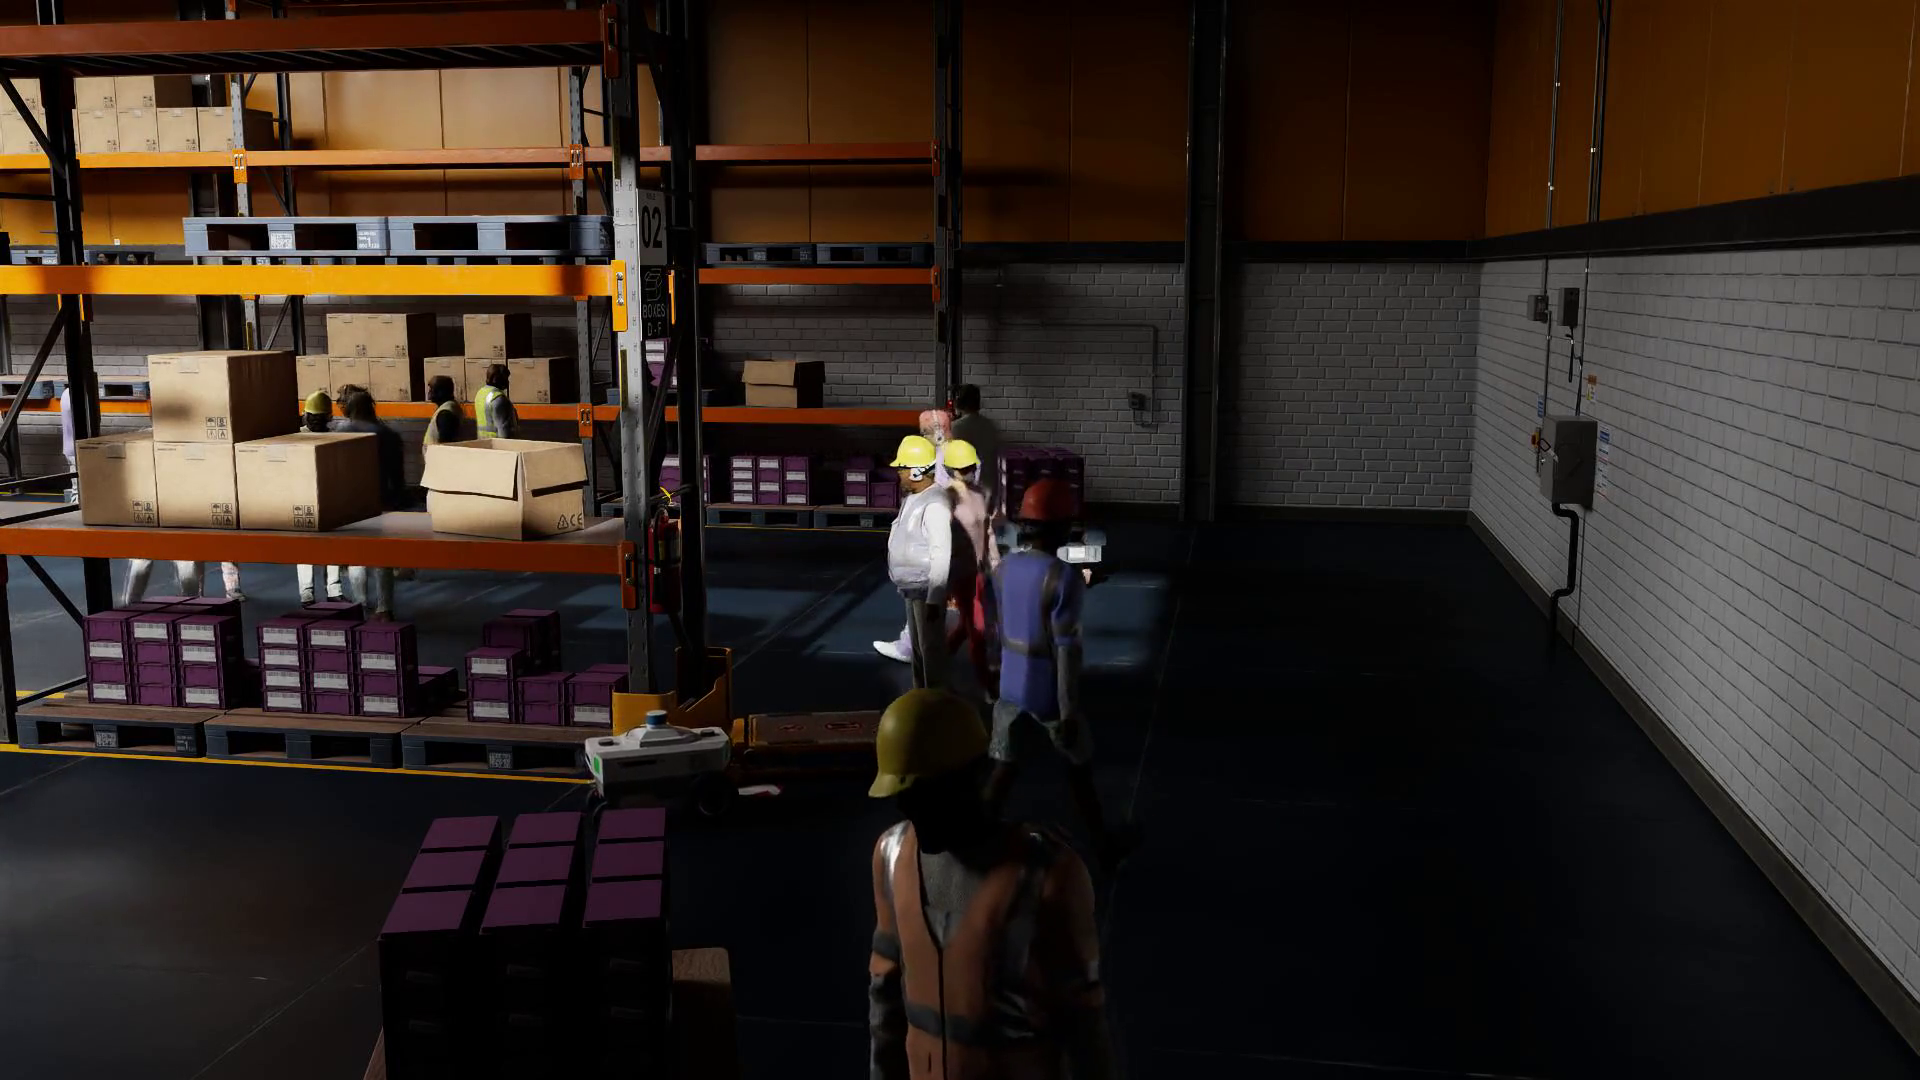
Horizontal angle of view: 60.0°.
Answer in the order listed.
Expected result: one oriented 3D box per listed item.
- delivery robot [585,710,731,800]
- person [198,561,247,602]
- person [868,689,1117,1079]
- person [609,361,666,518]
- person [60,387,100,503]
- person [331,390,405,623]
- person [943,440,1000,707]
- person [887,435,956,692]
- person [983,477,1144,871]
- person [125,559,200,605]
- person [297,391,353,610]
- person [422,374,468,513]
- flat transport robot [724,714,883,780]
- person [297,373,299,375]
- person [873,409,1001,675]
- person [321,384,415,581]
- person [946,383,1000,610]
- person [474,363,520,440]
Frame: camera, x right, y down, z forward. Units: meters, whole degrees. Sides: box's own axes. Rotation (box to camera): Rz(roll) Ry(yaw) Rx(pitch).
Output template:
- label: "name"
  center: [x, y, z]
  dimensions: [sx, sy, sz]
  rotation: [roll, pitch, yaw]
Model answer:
- label: "delivery robot"
  center: [-1.544, 1.113, 8.487]
  dimensions: [0.707, 0.478, 0.477]
  rotation: [-3, 10, -19]
- label: "person"
  center: [-6.293, -0.446, 13.989]
  dimensions: [0.609, 1.996, 0.383]
  rotation: [-6, 11, -34]
- label: "person"
  center: [0.018, 1.264, 3.690]
  dimensions: [0.632, 1.890, 0.536]
  rotation: [7, 12, 37]
- label: "person"
  center: [-3.129, -0.817, 16.154]
  dimensions: [0.535, 2.000, 0.688]
  rotation: [1, 9, 8]
- label: "person"
  center: [-8.677, -0.820, 16.490]
  dimensions: [0.372, 1.940, 0.627]
  rotation: [-7, 12, -38]
- label: "person"
  center: [-4.707, -0.245, 13.198]
  dimensions: [0.634, 1.876, 1.041]
  rotation: [-4, 10, -25]
- label: "person"
  center: [0.023, 0.203, 10.788]
  dimensions: [0.598, 1.728, 0.590]
  rotation: [4, 10, 25]
- label: "person"
  center: [-0.231, 0.284, 9.985]
  dimensions: [0.404, 1.828, 0.591]
  rotation: [-2, 9, -14]
- label: "person"
  center: [0.412, 0.658, 7.469]
  dimensions: [1.052, 1.881, 0.566]
  rotation: [-8, 12, -42]
- label: "person"
  center: [-6.392, -0.255, 13.318]
  dimensions: [0.711, 1.853, 0.602]
  rotation: [-8, 12, -40]
- label: "person"
  center: [-5.251, -0.312, 13.692]
  dimensions: [0.404, 1.824, 0.591]
  rotation: [6, 11, 32]
- label: "person"
  center: [-4.934, -0.712, 16.233]
  dimensions: [0.859, 1.815, 0.631]
  rotation: [-3, 10, -17]
- label: "flat transport robot"
  center: [-0.740, 1.150, 9.421]
  dimensions: [1.431, 0.197, 0.652]
  rotation: [-1, 9, -7]
- label: "person"
  center: [-6.891, -0.898, 16.974]
  dimensions: [0.362, 1.935, 0.553]
  rotation: [-5, 10, -28]
- label: "person"
  center: [-0.096, 0.008, 11.614]
  dimensions: [0.984, 1.846, 0.760]
  rotation: [7, 11, 37]
- label: "person"
  center: [-5.392, -0.519, 15.096]
  dimensions: [0.944, 1.802, 0.515]
  rotation: [1, 9, 6]
- label: "person"
  center: [0.161, -0.327, 13.602]
  dimensions: [0.863, 1.896, 0.686]
  rotation: [7, 11, 36]
- label: "person"
  center: [-4.868, -0.944, 17.583]
  dimensions: [0.429, 1.838, 0.621]
  rotation: [-7, 11, -36]
